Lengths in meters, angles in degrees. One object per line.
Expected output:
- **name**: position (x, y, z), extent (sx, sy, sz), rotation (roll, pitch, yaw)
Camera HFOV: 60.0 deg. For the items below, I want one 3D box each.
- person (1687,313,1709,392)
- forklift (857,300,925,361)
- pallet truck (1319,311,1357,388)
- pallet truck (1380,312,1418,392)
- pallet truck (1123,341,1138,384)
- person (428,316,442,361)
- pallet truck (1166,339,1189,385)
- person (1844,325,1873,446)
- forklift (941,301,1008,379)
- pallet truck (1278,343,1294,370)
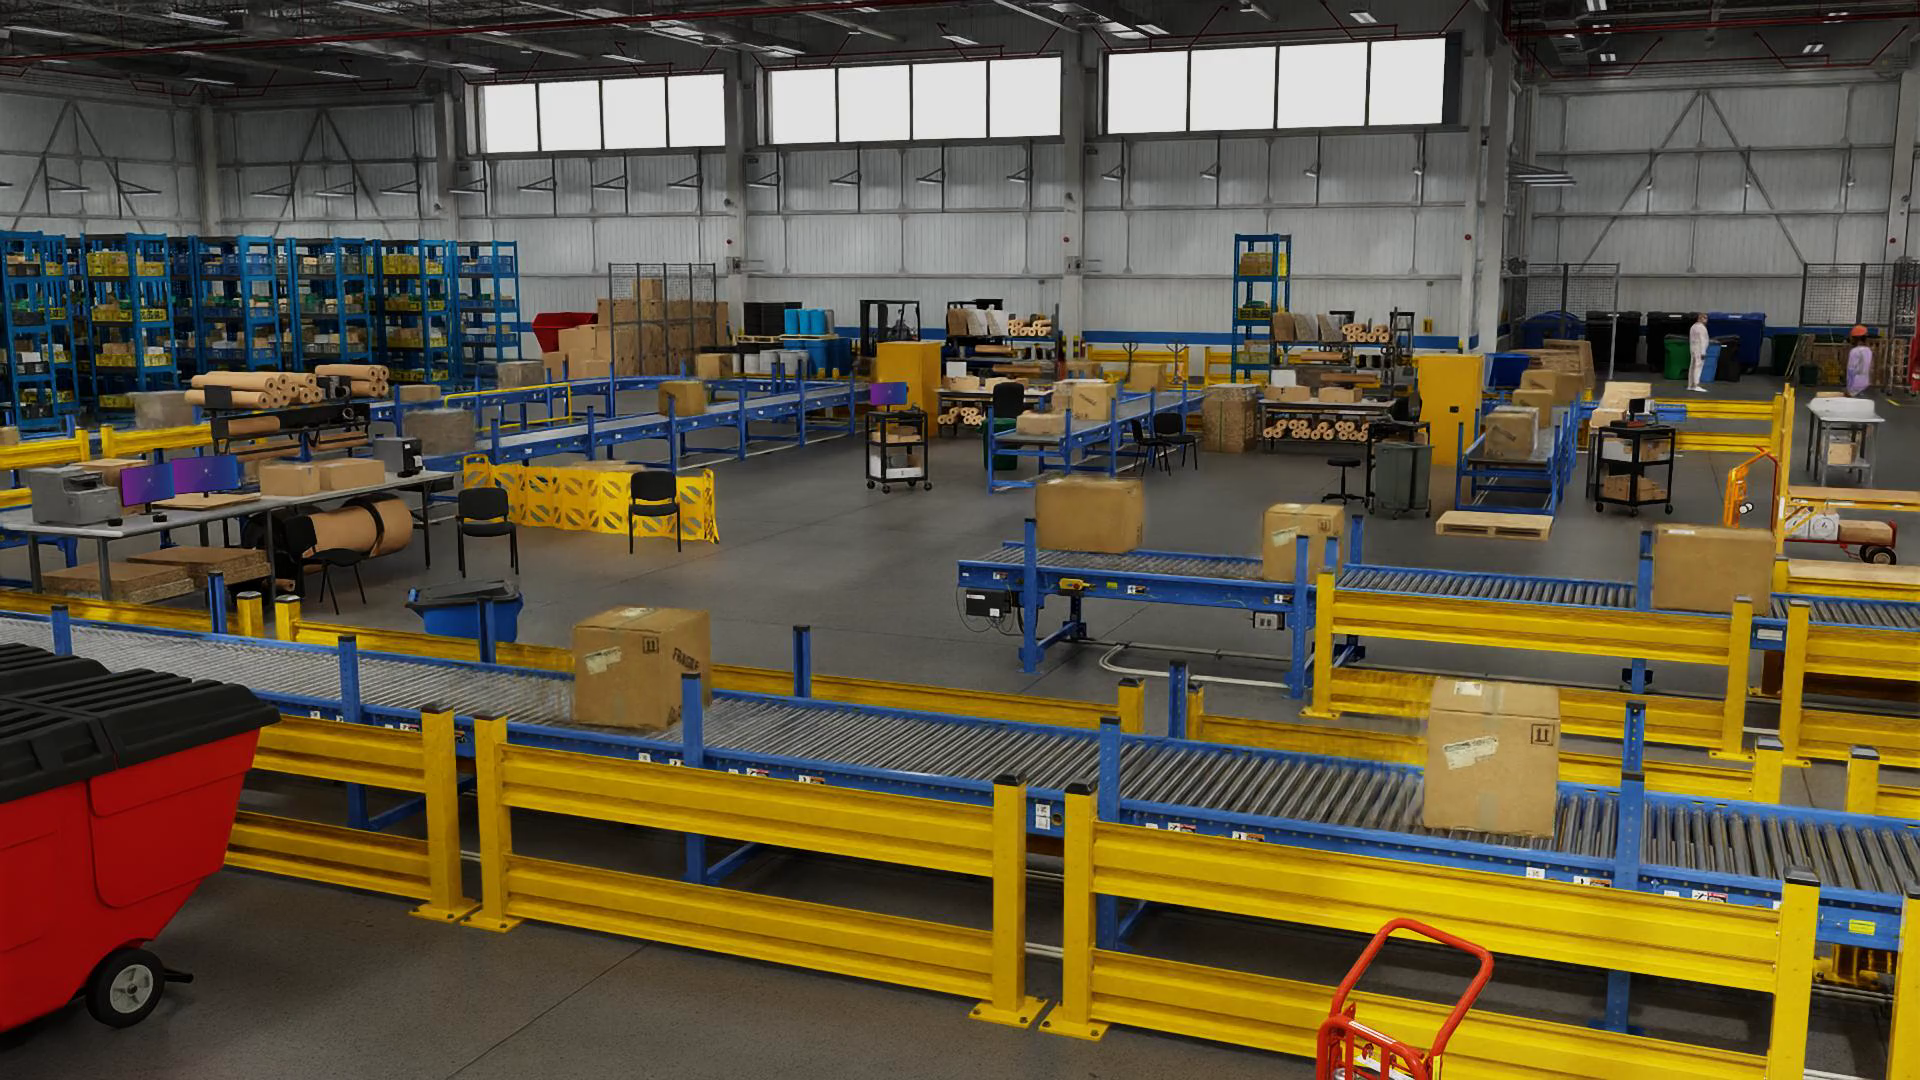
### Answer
- **person**: position (17.885, -4.541, 40.218), extent (0.400, 1.905, 0.645), rotation (0, 9, 0)
- **forklift**: position (-1.732, -5.109, 42.468), extent (1.157, 1.987, 2.680), rotation (4, 10, 22)
- **pallet truck**: position (9.071, -4.419, 39.190), extent (0.823, 1.965, 1.885), rotation (5, 10, 26)
- **pallet truck**: position (10.207, -4.283, 38.369), extent (0.823, 1.965, 1.885), rotation (3, 10, 20)
- **pallet truck**: position (4.445, -4.380, 41.279), extent (0.680, 1.201, 1.601), rotation (4, 10, 22)
- **person**: position (-15.203, -5.805, 48.092), extent (0.393, 1.836, 0.562), rotation (2, 10, 10)
- **pallet truck**: position (5.418, -4.269, 40.420), extent (0.704, 1.261, 1.522), rotation (3, 10, 20)
- **person**: position (15.041, -2.587, 27.961), extent (0.620, 2.044, 0.392), rotation (-7, 12, -38)
- **forklift**: position (0.365, -4.966, 41.571), extent (1.157, 1.987, 2.680), rotation (3, 10, 20)
- **pallet truck**: position (7.886, -4.163, 39.743), extent (0.653, 1.274, 1.630), rotation (4, 10, 22)
